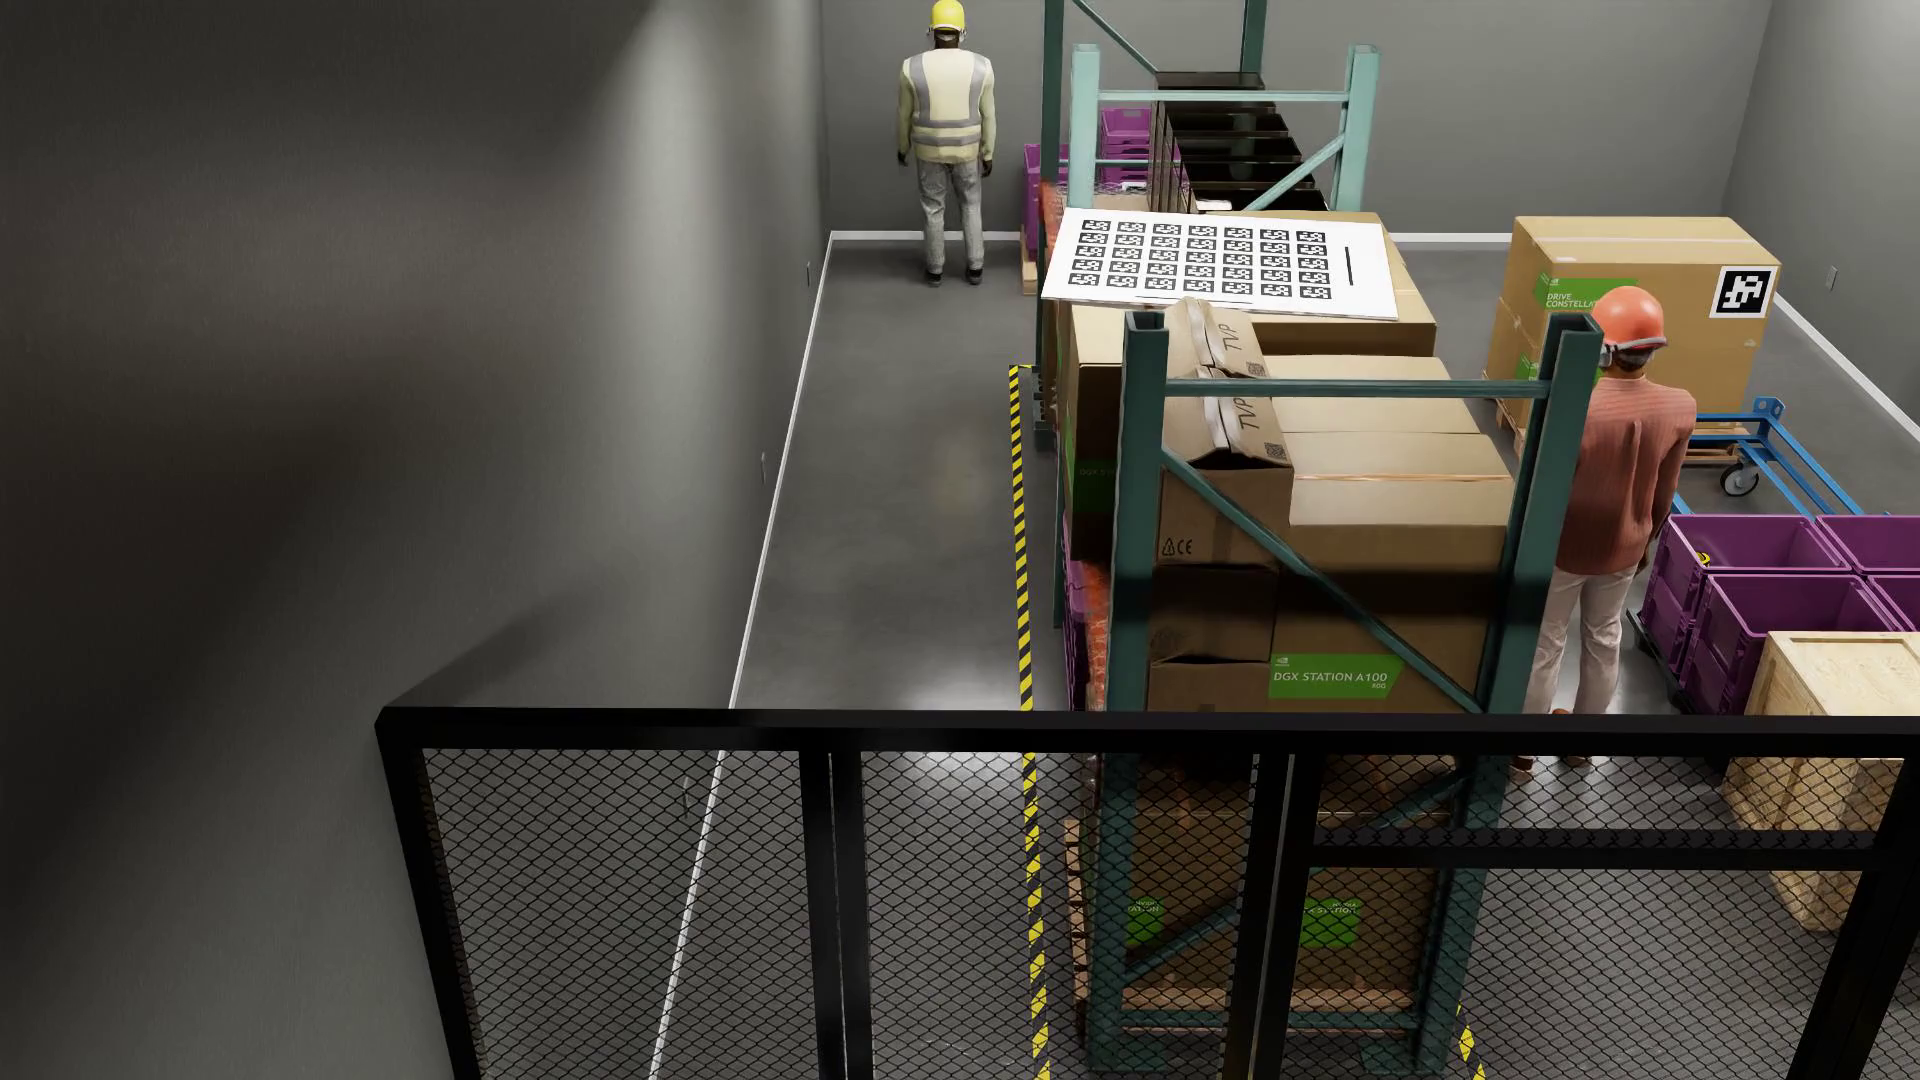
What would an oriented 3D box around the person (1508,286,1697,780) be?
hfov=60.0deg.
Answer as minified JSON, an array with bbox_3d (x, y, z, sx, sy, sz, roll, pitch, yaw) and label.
[{"bbox_3d":[2.308,0.010,6.146,0.611,1.994,0.379,-7,32,-12],"label":"person"}]

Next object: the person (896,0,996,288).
[{"bbox_3d":[-0.086,-2.456,10.403,0.612,1.829,0.419,-3,31,-6],"label":"person"}]
